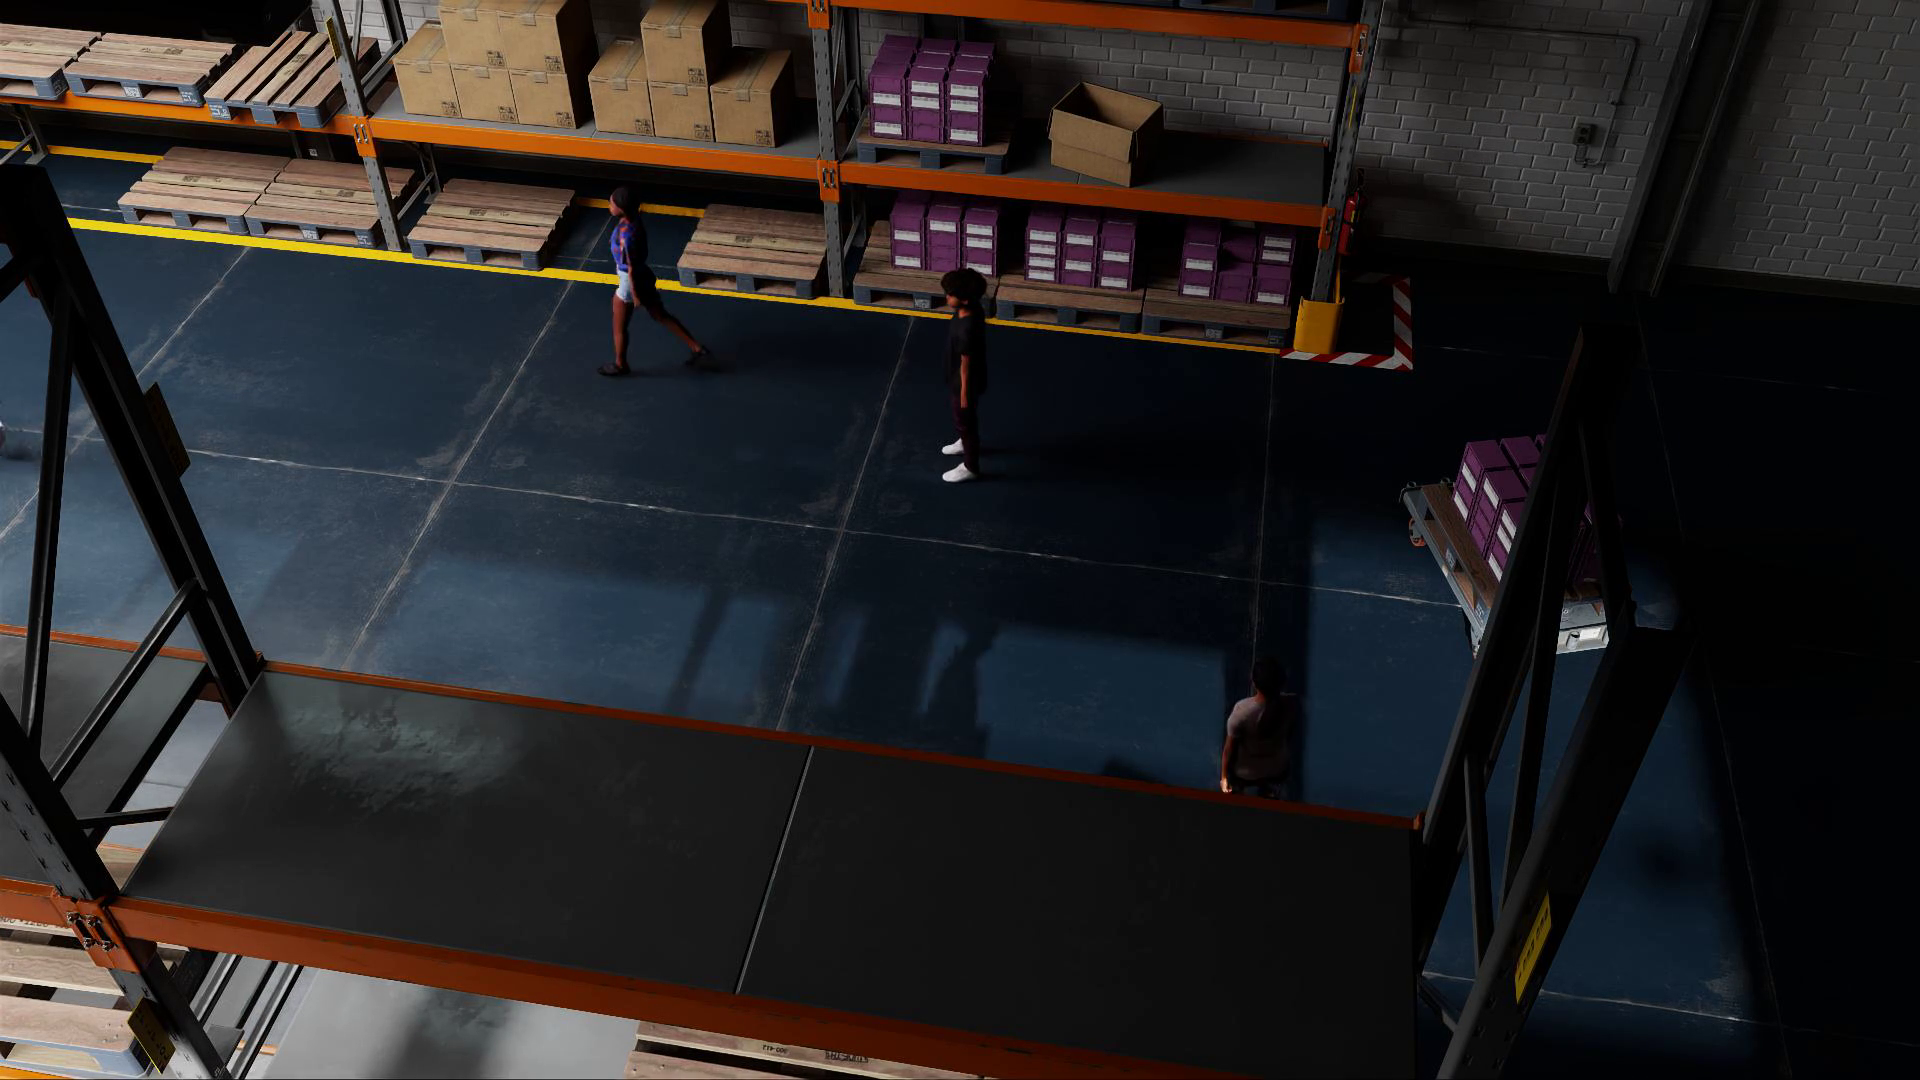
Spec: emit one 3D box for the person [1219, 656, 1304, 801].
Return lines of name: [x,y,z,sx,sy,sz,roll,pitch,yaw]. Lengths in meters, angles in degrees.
person: [1.706,1.330,9.354,1.066,1.727,0.927,-9,44,-10]

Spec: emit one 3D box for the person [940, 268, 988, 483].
person: [0.053,-1.206,11.980,0.615,1.777,0.669,0,44,0]

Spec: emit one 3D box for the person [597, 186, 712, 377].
person: [-2.410,-1.973,12.835,1.168,1.709,0.685,2,44,2]
